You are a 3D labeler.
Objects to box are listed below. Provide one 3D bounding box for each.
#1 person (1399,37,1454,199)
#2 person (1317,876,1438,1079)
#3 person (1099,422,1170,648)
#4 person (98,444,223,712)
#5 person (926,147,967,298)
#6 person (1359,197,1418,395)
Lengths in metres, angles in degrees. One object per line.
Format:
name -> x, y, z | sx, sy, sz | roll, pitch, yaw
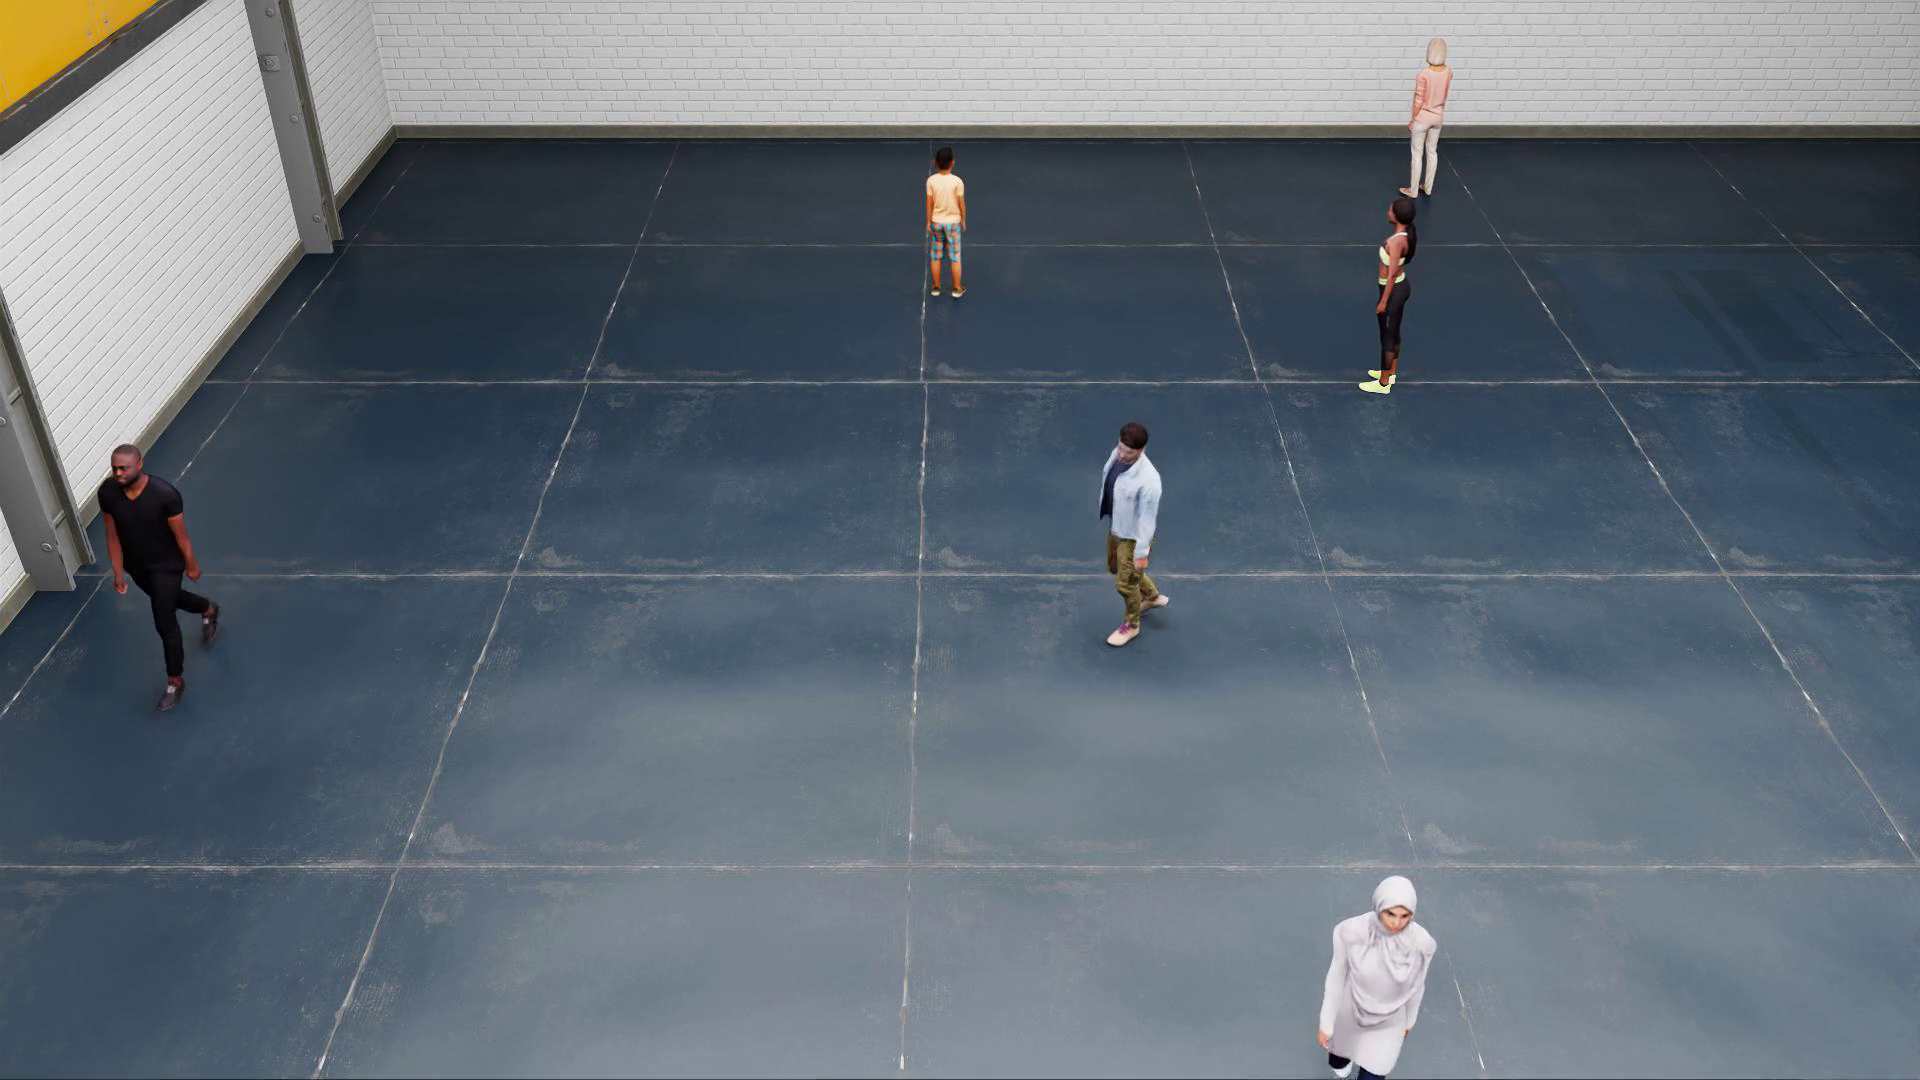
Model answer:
person -> 5.046, -4.560, 17.958 | 0.677, 1.724, 0.662 | -14, 36, -20
person -> 1.898, 2.184, 7.784 | 0.803, 1.755, 1.108 | 9, 35, 13
person -> 1.166, -0.062, 11.138 | 0.965, 1.782, 0.908 | -6, 34, -9
person -> -5.202, 0.127, 10.855 | 0.781, 1.781, 1.256 | 4, 34, 7
person -> -0.138, -3.035, 15.902 | 0.551, 1.461, 0.506 | 4, 34, 6
person -> 3.709, -2.087, 14.211 | 0.699, 1.754, 0.594 | 18, 38, 25
